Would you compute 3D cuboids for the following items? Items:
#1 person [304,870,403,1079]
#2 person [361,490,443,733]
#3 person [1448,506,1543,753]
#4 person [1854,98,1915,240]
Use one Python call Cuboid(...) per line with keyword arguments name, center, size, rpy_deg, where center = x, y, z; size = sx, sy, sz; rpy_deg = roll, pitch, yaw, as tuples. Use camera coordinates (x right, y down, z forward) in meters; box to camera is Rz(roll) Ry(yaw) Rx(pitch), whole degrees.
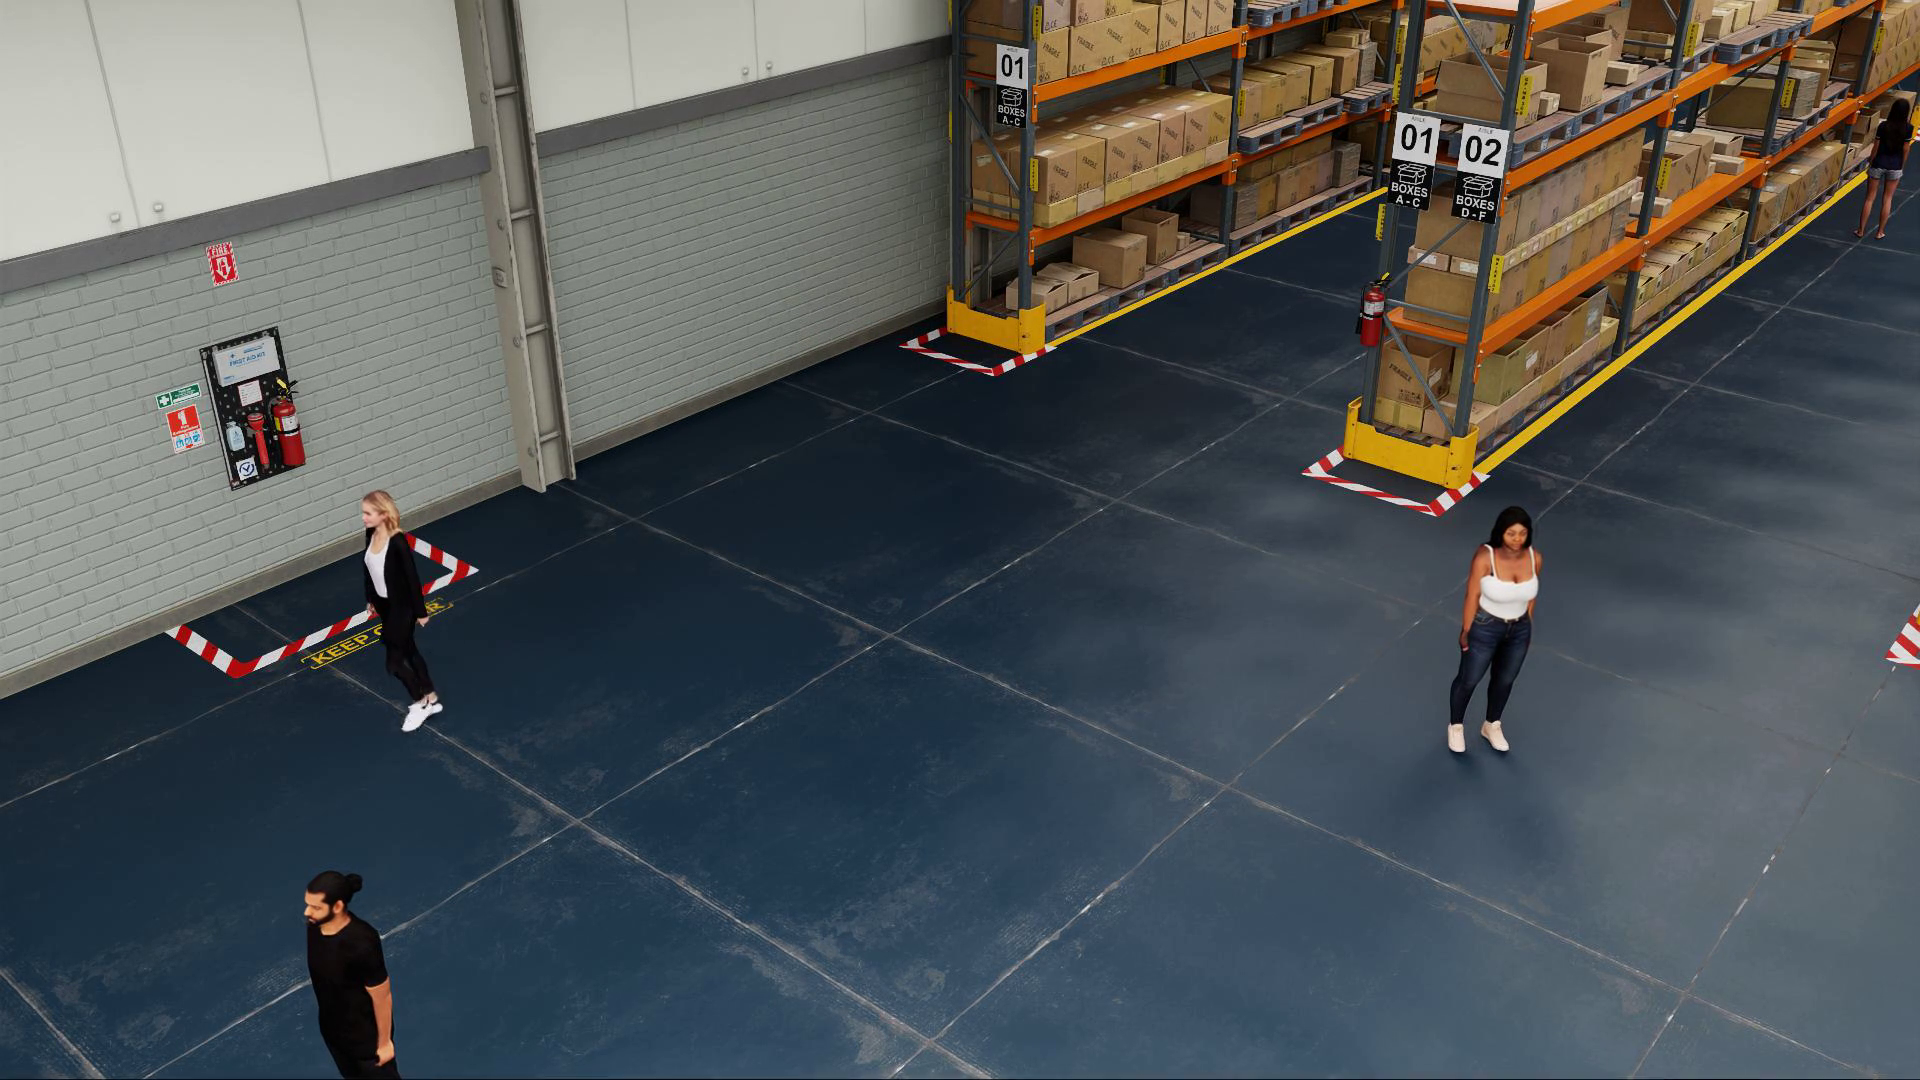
Cuboid(name="person", center=(-2.864, 2.286, 7.910), size=(0.650, 1.758, 0.592), rpy_deg=(18, 33, 30))
Cuboid(name="person", center=(-3.739, 0.449, 11.326), size=(0.627, 1.789, 0.629), rpy_deg=(24, 36, 37))
Cuboid(name="person", center=(3.552, 0.588, 11.043), size=(0.748, 1.809, 0.808), rpy_deg=(-2, 28, -4))
Cuboid(name="person", center=(11.690, -4.691, 21.002), size=(0.619, 1.767, 0.599), rpy_deg=(12, 30, 22))
